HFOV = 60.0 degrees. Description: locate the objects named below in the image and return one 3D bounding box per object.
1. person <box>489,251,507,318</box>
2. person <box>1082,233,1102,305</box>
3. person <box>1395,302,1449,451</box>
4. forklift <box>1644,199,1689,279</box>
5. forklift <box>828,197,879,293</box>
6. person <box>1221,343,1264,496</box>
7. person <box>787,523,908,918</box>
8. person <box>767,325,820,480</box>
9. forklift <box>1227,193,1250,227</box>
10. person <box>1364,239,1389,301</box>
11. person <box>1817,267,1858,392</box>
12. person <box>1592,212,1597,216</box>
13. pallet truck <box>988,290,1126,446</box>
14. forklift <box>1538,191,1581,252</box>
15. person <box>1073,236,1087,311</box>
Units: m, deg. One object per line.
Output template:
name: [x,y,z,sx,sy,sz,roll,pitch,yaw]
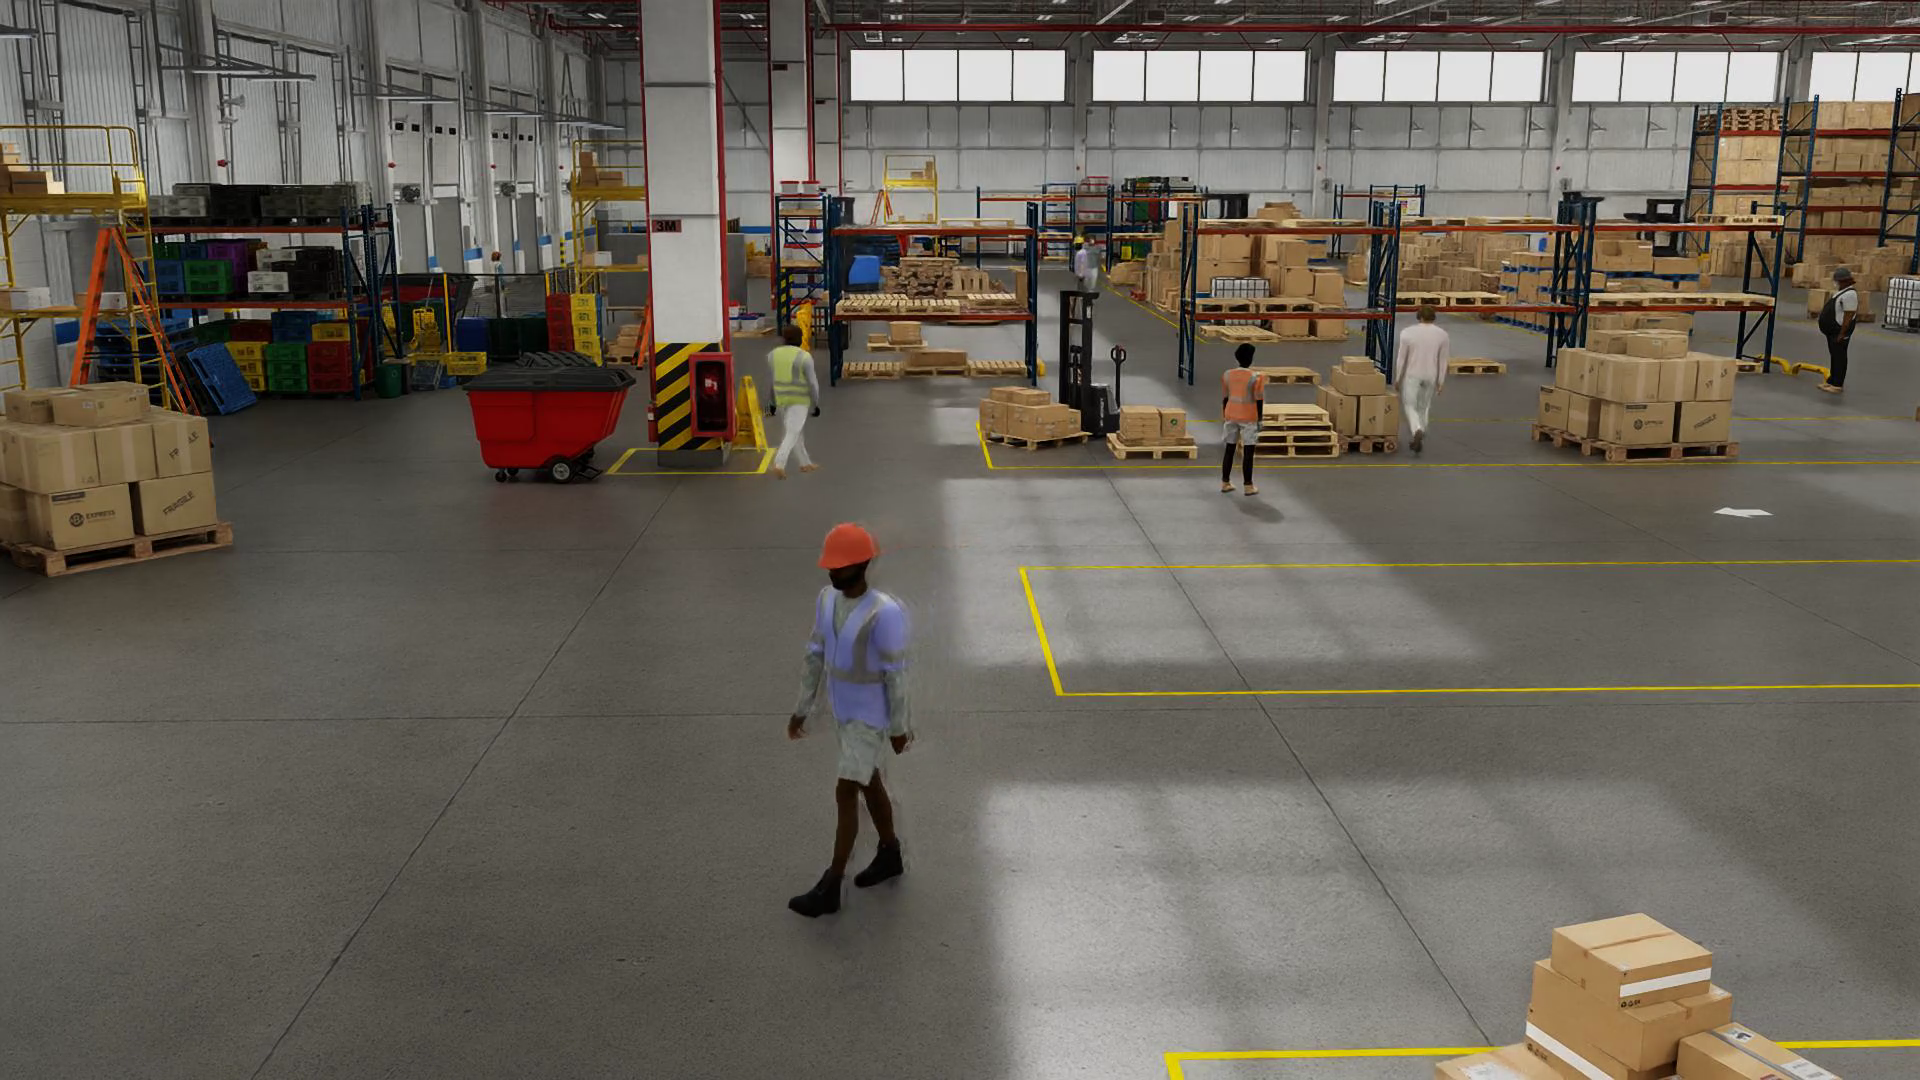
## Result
person: [-11.374,-6.262,40.847,0.518,1.633,0.313,12,17,43]
person: [3.531,-7.292,44.818,0.656,1.922,0.433,-3,13,-12]
person: [5.894,-2.065,21.211,0.645,1.926,0.617,0,12,-2]
forklift: [19.149,-7.912,45.444,1.129,2.768,1.873,-3,13,-14]
forklift: [-3.427,-8.677,48.896,1.873,2.768,1.129,-8,15,-31]
person: [3.136,-1.343,18.504,0.535,1.693,0.321,10,16,39]
person: [-0.593,0.857,8.094,0.894,1.898,0.550,-10,16,-37]
person: [-1.967,-1.624,19.522,0.639,1.802,0.950,8,15,33]
forklift: [9.411,-10.335,56.383,1.873,2.768,1.129,11,16,40]
person: [10.569,-6.683,42.140,0.651,1.883,0.957,3,13,11]
person: [14.312,-3.439,27.159,0.536,2.000,0.676,4,13,17]
person: [26.092,-12.576,68.652,0.551,1.935,0.370,5,13,21]
pallet truck: [1.257,-2.299,22.111,1.885,1.965,0.823,-9,15,-35]
forklift: [22.834,-11.661,62.371,1.873,2.768,1.129,12,17,43]
person: [3.084,-6.873,42.930,0.386,1.922,0.594,0,12,-2]
